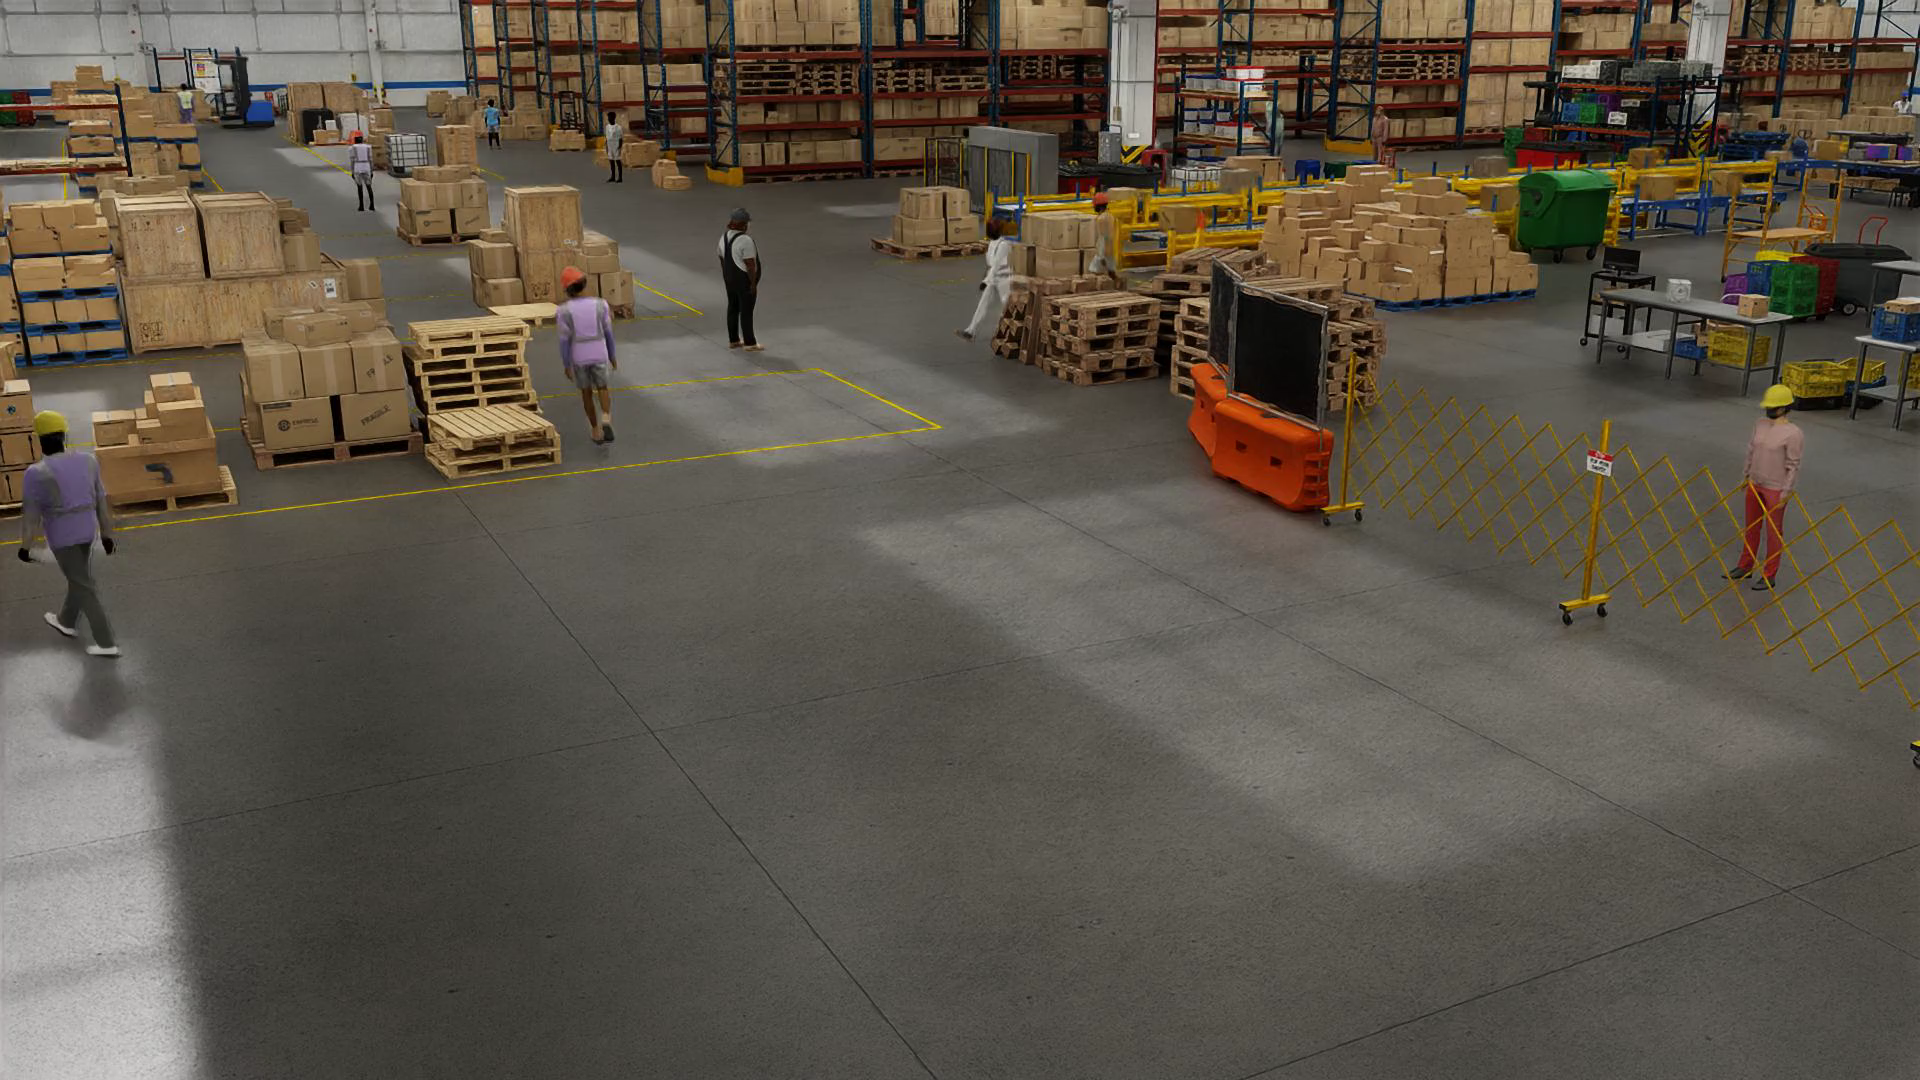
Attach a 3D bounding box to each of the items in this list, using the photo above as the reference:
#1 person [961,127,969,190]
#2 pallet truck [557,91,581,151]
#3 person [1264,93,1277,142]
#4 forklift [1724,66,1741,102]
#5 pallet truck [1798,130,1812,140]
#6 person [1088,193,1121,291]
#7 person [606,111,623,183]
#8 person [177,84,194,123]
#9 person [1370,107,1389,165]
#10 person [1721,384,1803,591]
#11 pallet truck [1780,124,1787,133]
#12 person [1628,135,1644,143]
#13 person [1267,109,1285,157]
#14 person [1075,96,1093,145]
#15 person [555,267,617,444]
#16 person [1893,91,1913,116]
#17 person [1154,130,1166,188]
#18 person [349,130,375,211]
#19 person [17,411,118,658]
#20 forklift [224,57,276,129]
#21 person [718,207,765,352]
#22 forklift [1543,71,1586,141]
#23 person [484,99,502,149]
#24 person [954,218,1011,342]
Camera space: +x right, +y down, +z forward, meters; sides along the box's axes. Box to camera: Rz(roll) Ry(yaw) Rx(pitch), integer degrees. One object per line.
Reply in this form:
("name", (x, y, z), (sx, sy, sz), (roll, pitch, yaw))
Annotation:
("person", (0.253, -10.190, 44.554), (0.642, 1.677, 0.536), (17, 24, 42))
("pallet truck", (-13.495, -14.412, 57.188), (0.823, 1.965, 1.885), (-3, 18, -9))
("person", (11.220, -15.181, 59.891), (0.793, 1.813, 0.581), (-7, 19, -22))
("forklift", (26.074, -14.826, 57.056), (1.129, 2.768, 1.873), (2, 18, 5))
("pallet truck", (25.526, -11.556, 49.408), (1.630, 1.274, 0.653), (-9, 20, -26))
("person", (2.267, -4.698, 27.084), (0.993, 1.883, 0.568), (10, 20, 28))
("person", (-9.703, -10.998, 46.593), (0.607, 1.966, 0.367), (12, 21, 33))
("person", (-30.200, -16.818, 64.844), (0.696, 1.893, 0.637), (16, 24, 41))
("person", (12.578, -12.069, 50.052), (0.396, 1.900, 0.637), (-10, 20, -28))
("person", (6.814, -0.455, 14.053), (0.312, 1.768, 0.524), (-6, 19, -19))
("pallet truck", (25.206, -12.542, 52.601), (1.601, 1.201, 0.680), (0, 18, -2))
("person", (21.297, -12.742, 52.331), (0.915, 1.788, 0.607), (-11, 21, -30))
("person", (10.196, -13.055, 53.577), (0.511, 1.615, 0.527), (-12, 21, -34))
("person", (4.235, -14.065, 56.329), (0.996, 1.850, 0.677), (-13, 22, -36))
("person", (-4.161, -2.039, 18.583), (0.652, 2.015, 0.567), (-7, 19, -21))
("person", (32.734, -14.606, 57.874), (0.605, 1.948, 0.386), (8, 19, 23))
("person", (5.203, -10.251, 44.783), (0.889, 1.648, 0.542), (-8, 20, -24))
("person", (-14.469, -8.934, 40.232), (0.539, 1.930, 0.385), (-15, 23, -38))
("person", (-6.822, -0.052, 12.611), (0.958, 1.883, 0.592), (7, 19, 21))
("forklift", (-28.862, -18.068, 67.164), (1.873, 2.768, 1.129), (-9, 20, -26))
("person", (-3.112, -3.743, 23.858), (0.683, 2.000, 0.536), (17, 24, 42))
("forklift", (18.685, -13.231, 52.085), (1.873, 2.768, 1.129), (-9, 20, -26))
("person", (-16.185, -14.393, 57.610), (0.540, 1.698, 0.317), (-1, 18, -4))
("person", (0.443, -3.746, 24.195), (1.003, 1.826, 0.582), (-7, 19, -22))
